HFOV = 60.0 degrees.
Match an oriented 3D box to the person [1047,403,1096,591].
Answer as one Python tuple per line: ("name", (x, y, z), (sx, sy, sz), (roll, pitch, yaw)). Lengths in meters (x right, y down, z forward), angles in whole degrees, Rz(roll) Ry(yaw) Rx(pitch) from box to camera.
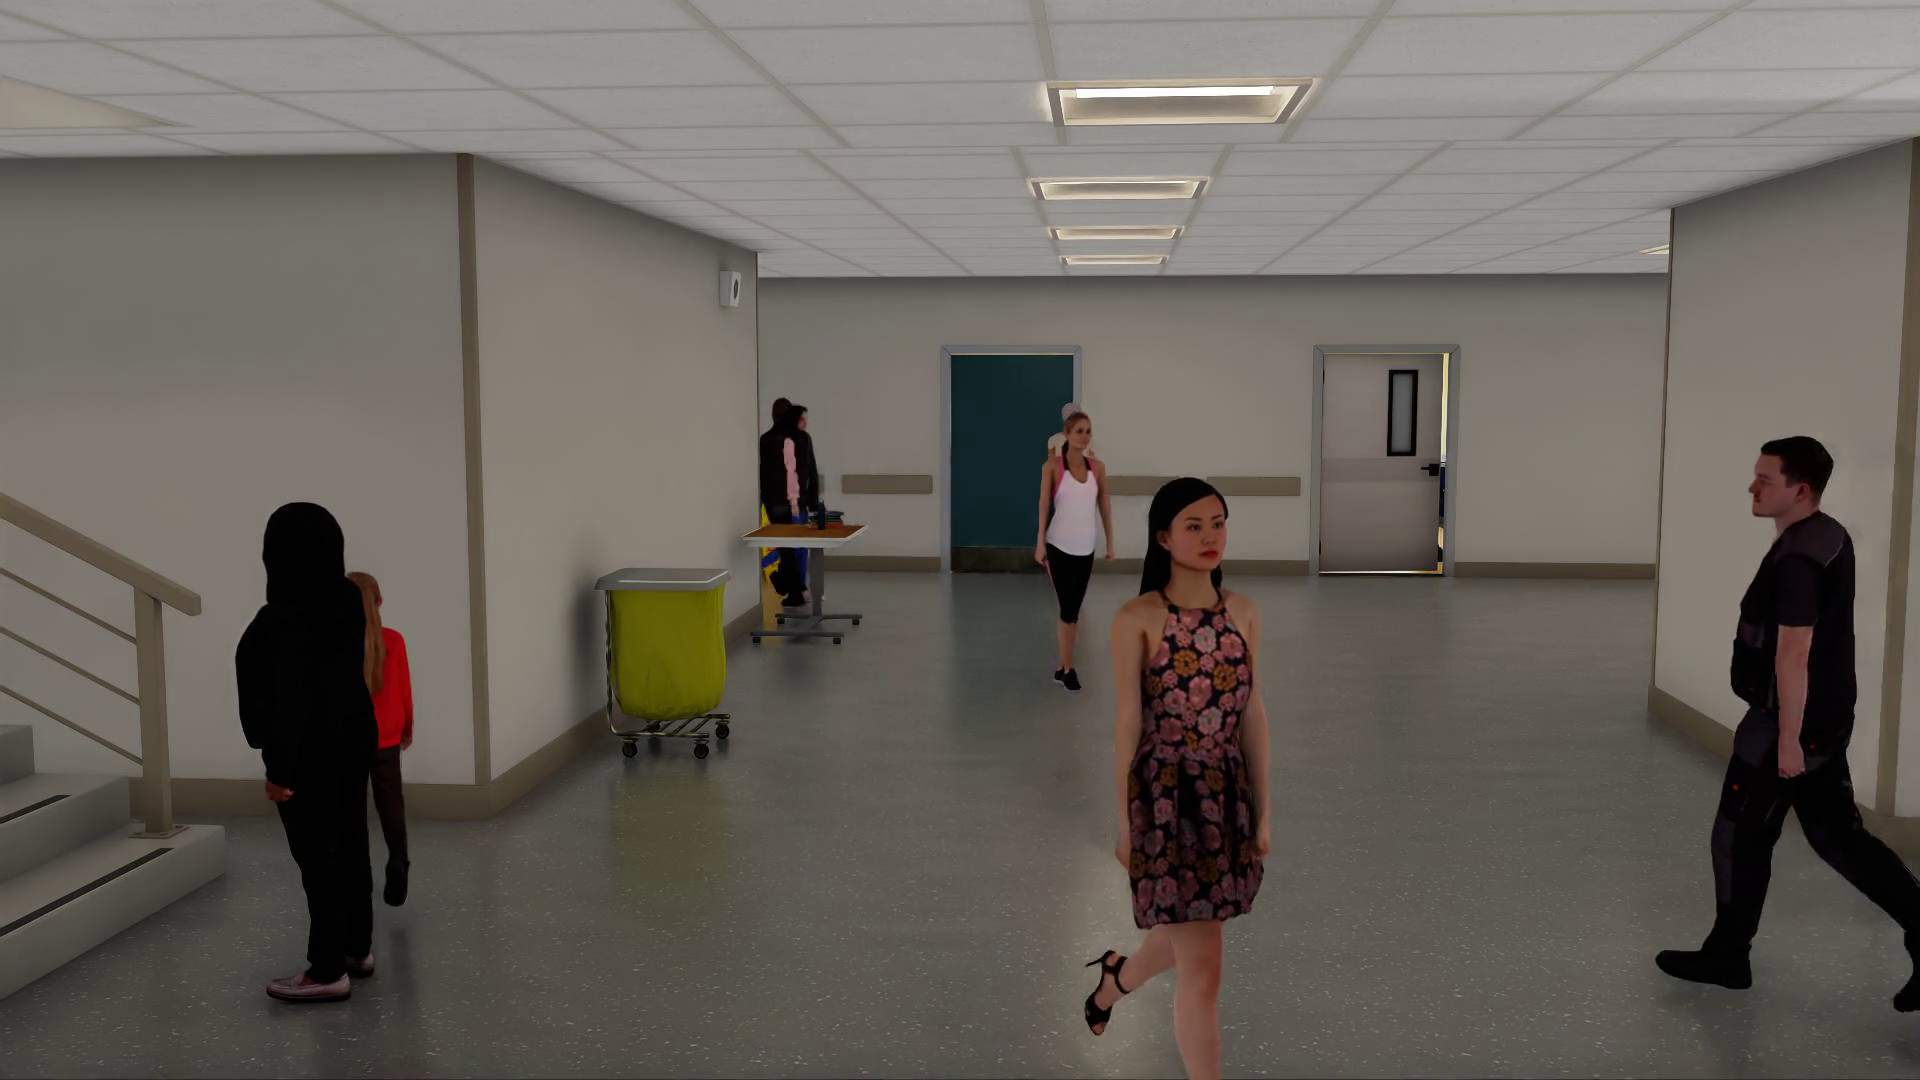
("person", (1.015, -0.396, 15.444), (0.491, 1.751, 0.673), (0, 6, -1))

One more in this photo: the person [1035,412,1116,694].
("person", (0.674, 0.078, 10.649), (0.819, 1.768, 0.854), (-2, 6, -20))

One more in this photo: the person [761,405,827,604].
("person", (-1.538, -0.288, 14.408), (0.945, 1.745, 0.667), (0, 6, 2))

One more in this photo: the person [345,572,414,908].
("person", (-2.232, 0.770, 6.287), (0.847, 1.264, 0.834), (-3, 7, -28))

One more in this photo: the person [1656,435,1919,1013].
("person", (2.741, 0.599, 5.242), (1.282, 1.814, 1.110), (5, 7, 39))

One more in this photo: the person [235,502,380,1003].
("person", (-2.090, 0.678, 5.439), (0.597, 1.616, 0.628), (1, 6, 5))

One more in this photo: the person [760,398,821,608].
("person", (-1.454, -0.303, 14.285), (1.208, 1.797, 1.172), (-3, 7, -28))

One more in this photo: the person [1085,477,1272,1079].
("person", (0.549, 0.729, 4.274), (1.113, 1.750, 1.003), (-2, 6, -22))
